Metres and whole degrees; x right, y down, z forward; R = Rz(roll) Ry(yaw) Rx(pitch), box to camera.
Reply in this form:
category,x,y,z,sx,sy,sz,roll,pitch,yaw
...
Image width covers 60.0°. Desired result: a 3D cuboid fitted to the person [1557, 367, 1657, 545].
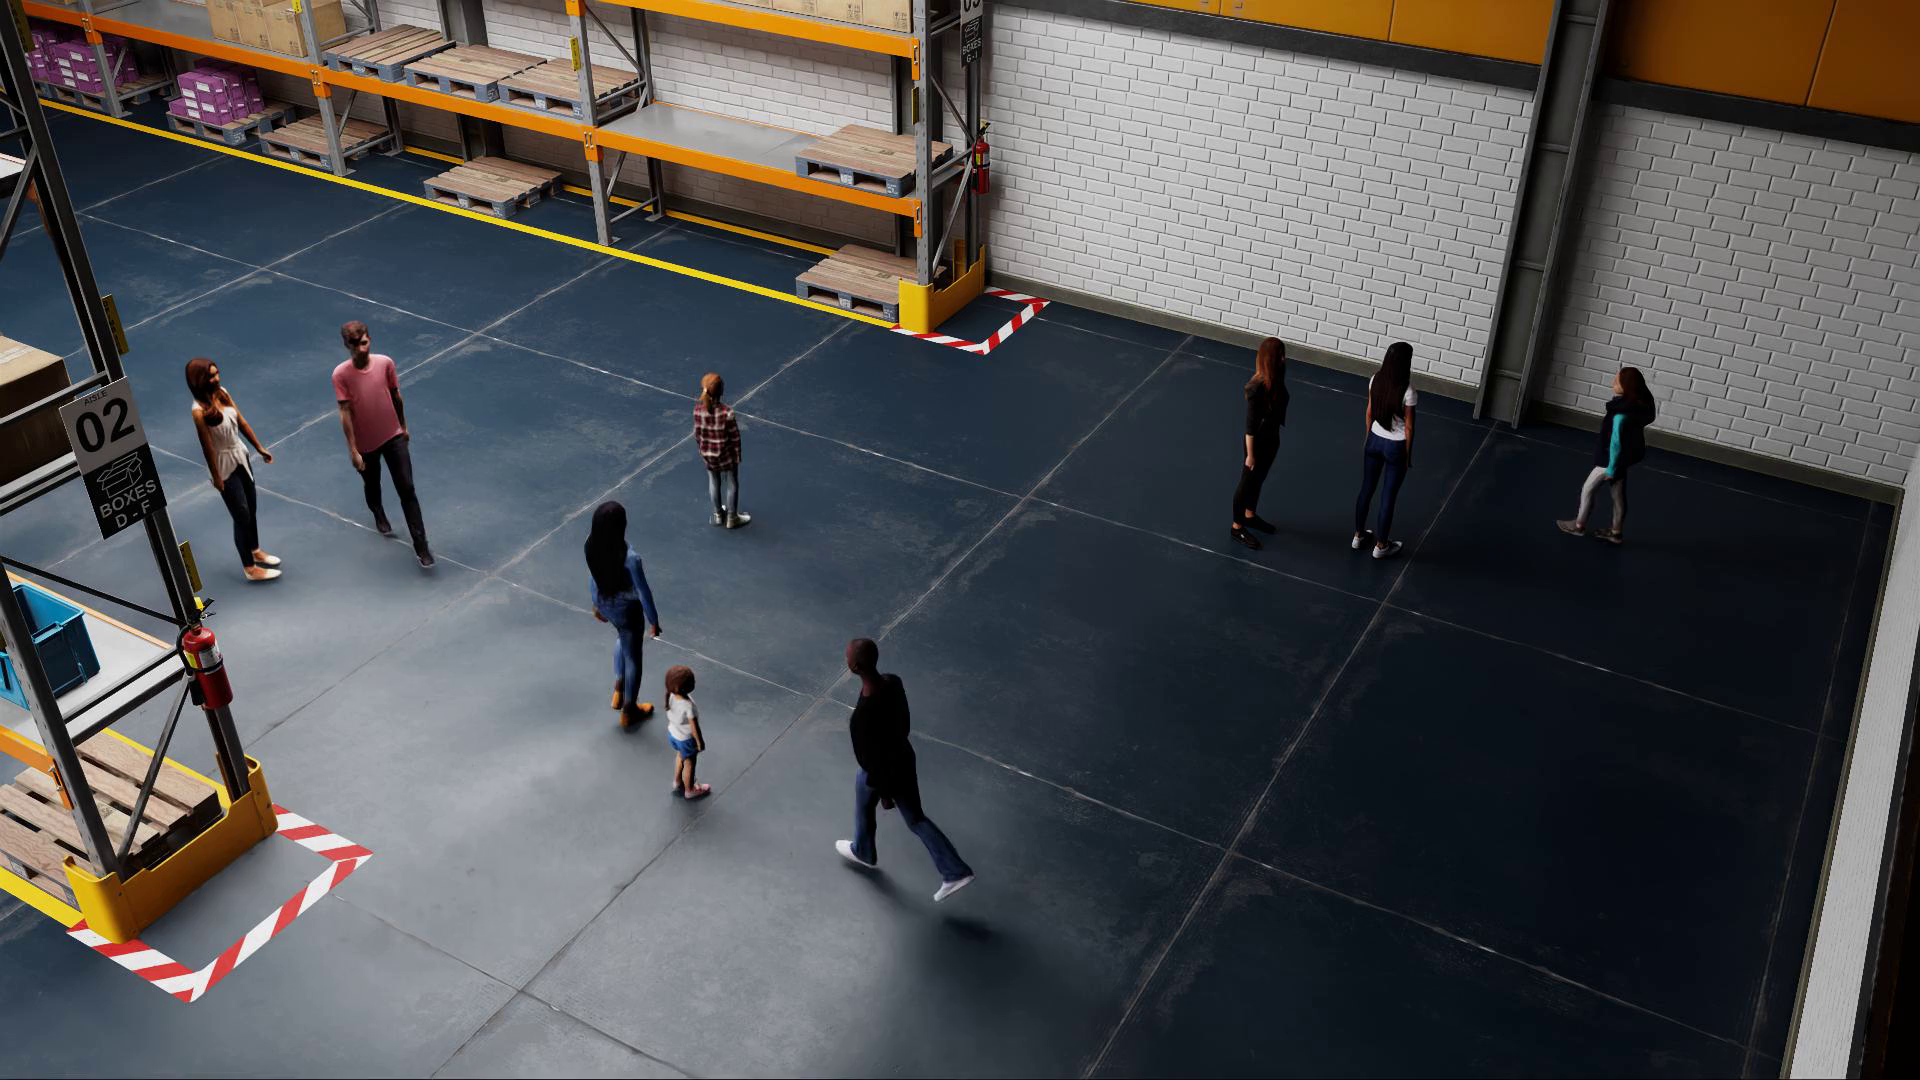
category,x,y,z,sx,sy,sz,roll,pitch,yaw
person,5.065,-0.611,12.639,0.767,1.480,0.646,25,41,33

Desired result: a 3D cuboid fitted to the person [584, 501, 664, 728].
category,x,y,z,sx,sy,sz,roll,pitch,yaw
person,-2.245,0.525,10.733,0.548,1.698,0.701,21,39,28

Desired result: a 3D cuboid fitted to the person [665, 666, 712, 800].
category,x,y,z,sx,sy,sz,roll,pitch,yaw
person,-1.736,1.188,10.349,0.550,1.018,0.448,-23,40,-30

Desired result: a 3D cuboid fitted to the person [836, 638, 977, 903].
category,x,y,z,sx,sy,sz,roll,pitch,yaw
person,-0.327,1.363,9.482,1.179,1.688,0.617,18,38,25

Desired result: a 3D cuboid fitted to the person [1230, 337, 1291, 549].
category,x,y,z,sx,sy,sz,roll,pitch,yaw
person,2.286,-0.773,12.674,0.548,1.712,0.627,22,40,30

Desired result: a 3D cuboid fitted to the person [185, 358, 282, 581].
category,x,y,z,sx,sy,sz,roll,pitch,yaw
person,-5.428,-0.549,12.277,0.745,1.778,0.705,3,34,4

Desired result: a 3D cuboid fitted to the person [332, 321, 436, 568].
category,x,y,z,sx,sy,sz,roll,pitch,yaw
person,-4.418,-0.781,12.511,1.021,1.905,1.324,-20,39,-27

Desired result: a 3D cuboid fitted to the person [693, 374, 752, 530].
category,x,y,z,sx,sy,sz,roll,pitch,yaw
person,-1.881,-0.684,12.908,0.520,1.304,0.659,14,36,20

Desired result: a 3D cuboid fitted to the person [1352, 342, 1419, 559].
category,x,y,z,sx,sy,sz,roll,pitch,yaw
person,3.197,-0.678,12.473,0.714,1.775,0.576,-24,40,-31
